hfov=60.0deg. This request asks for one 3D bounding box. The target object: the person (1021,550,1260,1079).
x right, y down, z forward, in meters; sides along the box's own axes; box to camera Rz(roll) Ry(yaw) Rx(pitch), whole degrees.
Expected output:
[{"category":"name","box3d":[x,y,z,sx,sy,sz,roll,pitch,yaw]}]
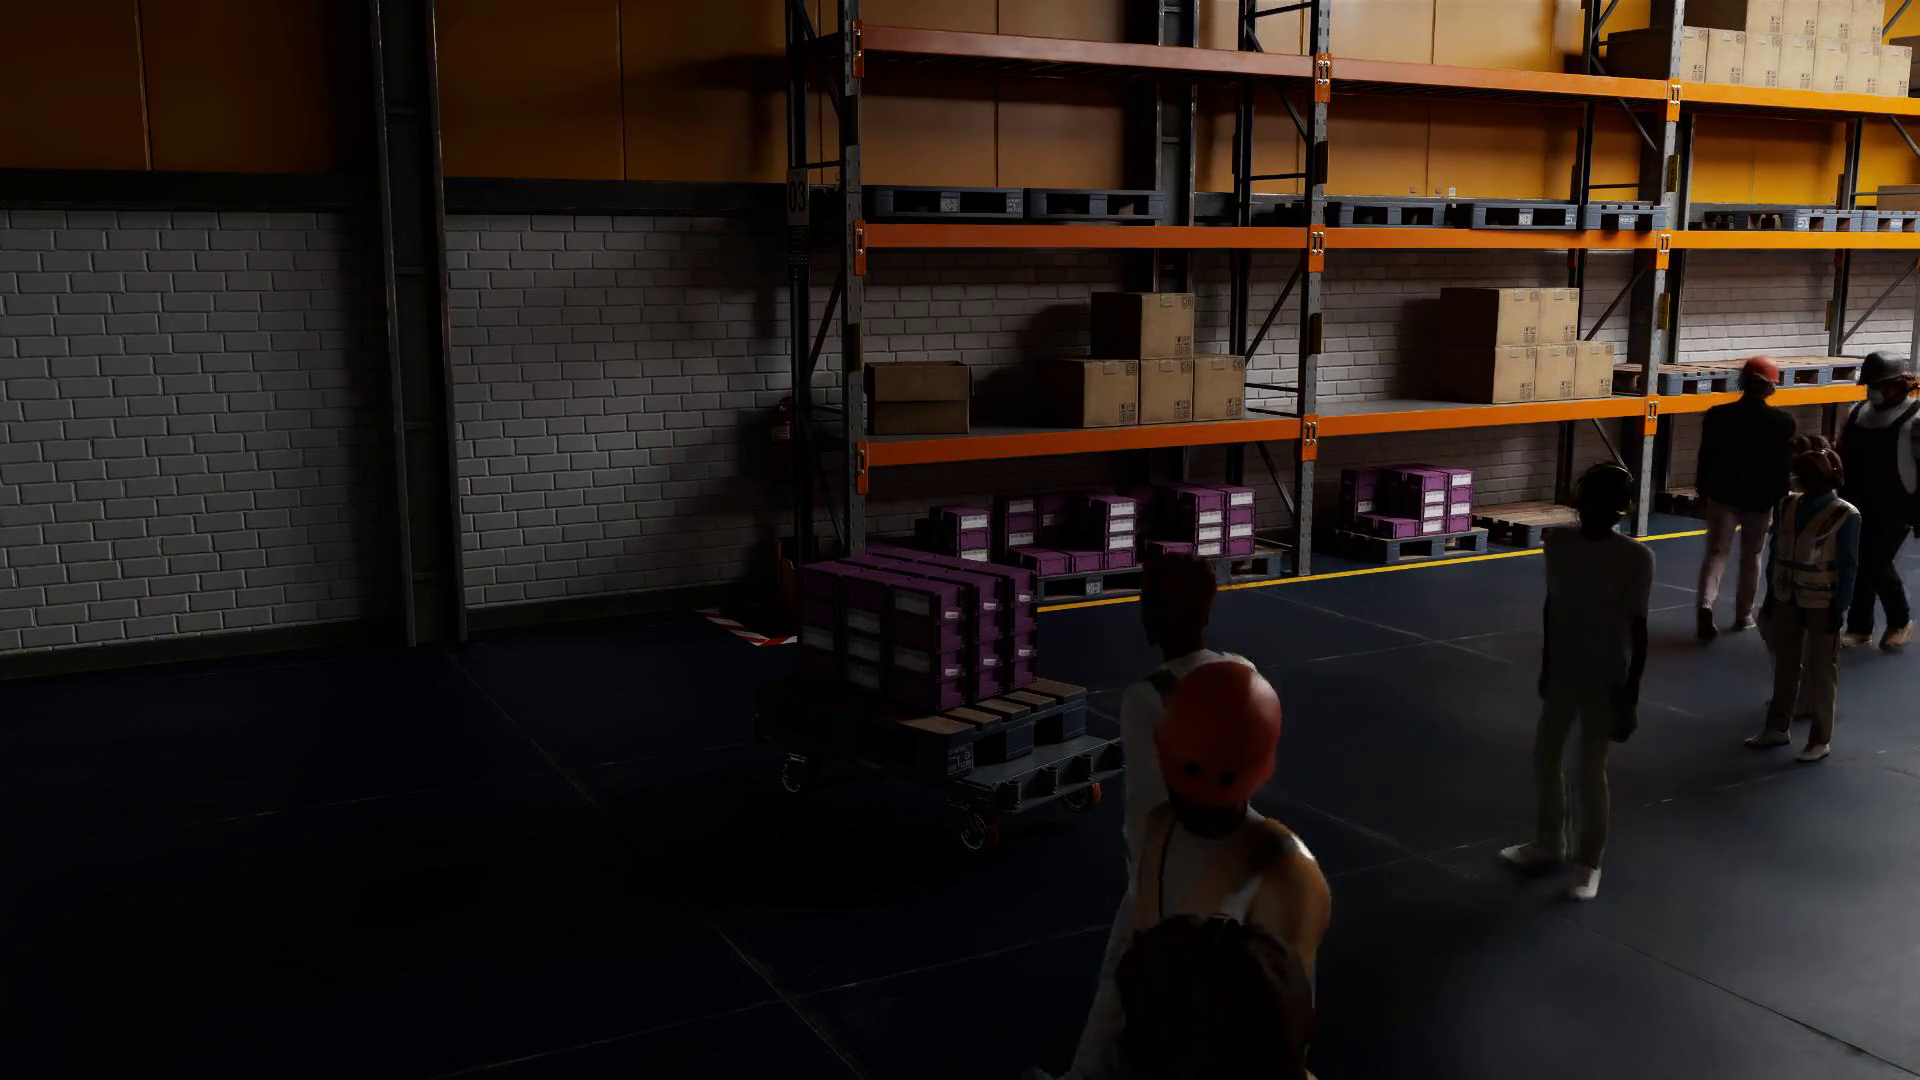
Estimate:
[{"category":"person","box3d":[0.620,0.932,4.696,0.603,1.827,1.005,-9,13,-43]}]

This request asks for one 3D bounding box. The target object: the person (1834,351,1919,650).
[{"category":"person","box3d":[6.031,-0.267,10.979,0.540,2.000,0.684,-4,10,-20]}]

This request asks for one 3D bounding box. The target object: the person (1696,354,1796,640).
[{"category":"person","box3d":[5.326,-0.286,11.369,0.613,1.959,0.907,6,12,31]}]

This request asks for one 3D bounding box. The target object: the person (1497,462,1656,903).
[{"category":"person","box3d":[2.537,0.571,6.765,0.461,1.830,0.594,-7,12,-34]}]

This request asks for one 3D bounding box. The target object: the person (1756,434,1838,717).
[{"category":"person","box3d":[4.764,0.210,9.424,0.377,1.623,0.520,2,10,11]}]

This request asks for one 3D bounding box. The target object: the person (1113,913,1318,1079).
[{"category":"person","box3d":[0.329,1.364,2.167,0.429,1.839,0.633,1,10,8]}]

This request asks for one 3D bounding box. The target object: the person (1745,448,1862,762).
[{"category":"person","box3d":[4.434,0.331,8.701,0.308,1.638,0.511,-4,11,-23]}]

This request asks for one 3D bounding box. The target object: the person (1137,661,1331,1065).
[{"category":"person","box3d":[0.499,1.141,3.300,0.658,1.892,0.545,-5,11,-24]}]
